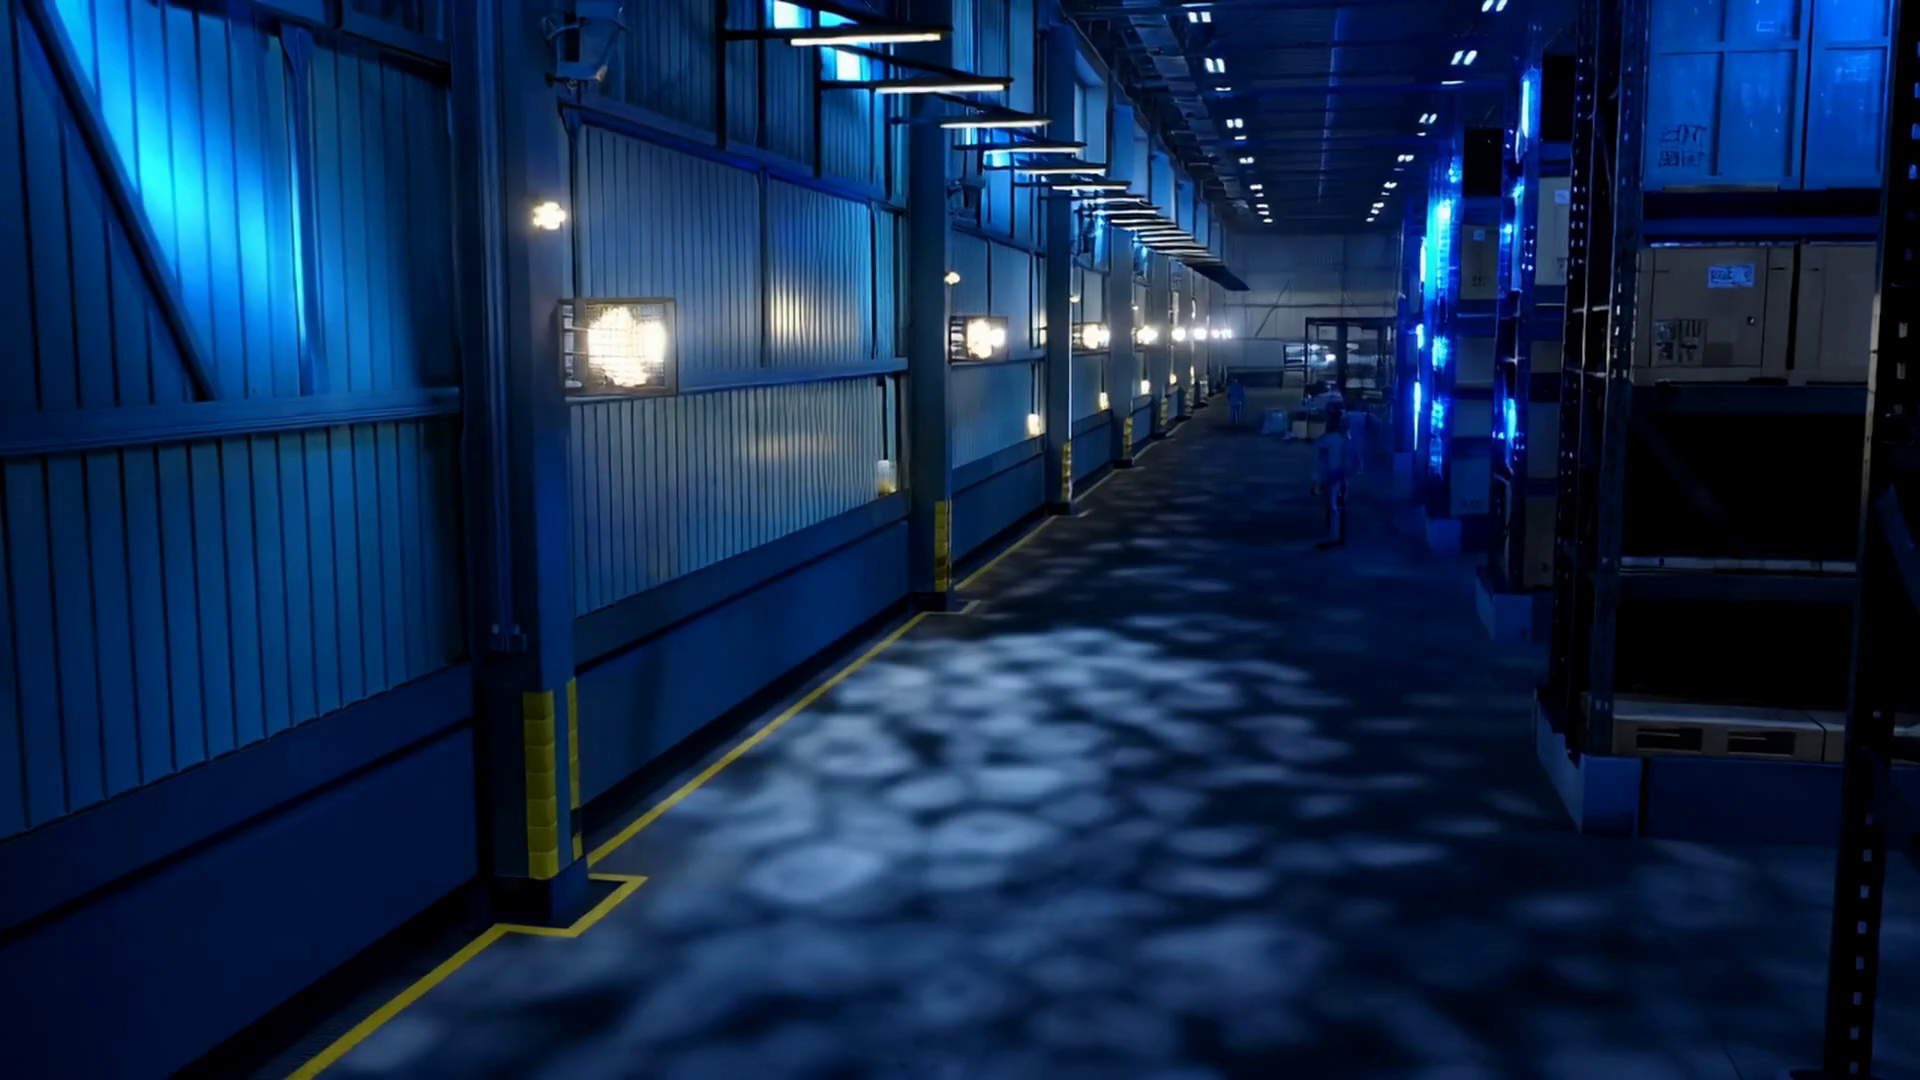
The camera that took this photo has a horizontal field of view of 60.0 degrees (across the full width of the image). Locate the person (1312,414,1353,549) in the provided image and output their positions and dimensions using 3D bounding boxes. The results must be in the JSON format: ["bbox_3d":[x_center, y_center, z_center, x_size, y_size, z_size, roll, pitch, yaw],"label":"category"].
[{"bbox_3d":[5.320,-0.838,23.835,0.627,1.941,0.371,-4,8,-26],"label":"person"}]

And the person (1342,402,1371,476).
[{"bbox_3d":[8.550,-2.175,35.920,0.613,1.578,0.872,0,7,-4],"label":"person"}]

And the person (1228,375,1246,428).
[{"bbox_3d":[8.987,-4.497,53.992,0.572,1.727,0.768,1,7,10],"label":"person"}]
